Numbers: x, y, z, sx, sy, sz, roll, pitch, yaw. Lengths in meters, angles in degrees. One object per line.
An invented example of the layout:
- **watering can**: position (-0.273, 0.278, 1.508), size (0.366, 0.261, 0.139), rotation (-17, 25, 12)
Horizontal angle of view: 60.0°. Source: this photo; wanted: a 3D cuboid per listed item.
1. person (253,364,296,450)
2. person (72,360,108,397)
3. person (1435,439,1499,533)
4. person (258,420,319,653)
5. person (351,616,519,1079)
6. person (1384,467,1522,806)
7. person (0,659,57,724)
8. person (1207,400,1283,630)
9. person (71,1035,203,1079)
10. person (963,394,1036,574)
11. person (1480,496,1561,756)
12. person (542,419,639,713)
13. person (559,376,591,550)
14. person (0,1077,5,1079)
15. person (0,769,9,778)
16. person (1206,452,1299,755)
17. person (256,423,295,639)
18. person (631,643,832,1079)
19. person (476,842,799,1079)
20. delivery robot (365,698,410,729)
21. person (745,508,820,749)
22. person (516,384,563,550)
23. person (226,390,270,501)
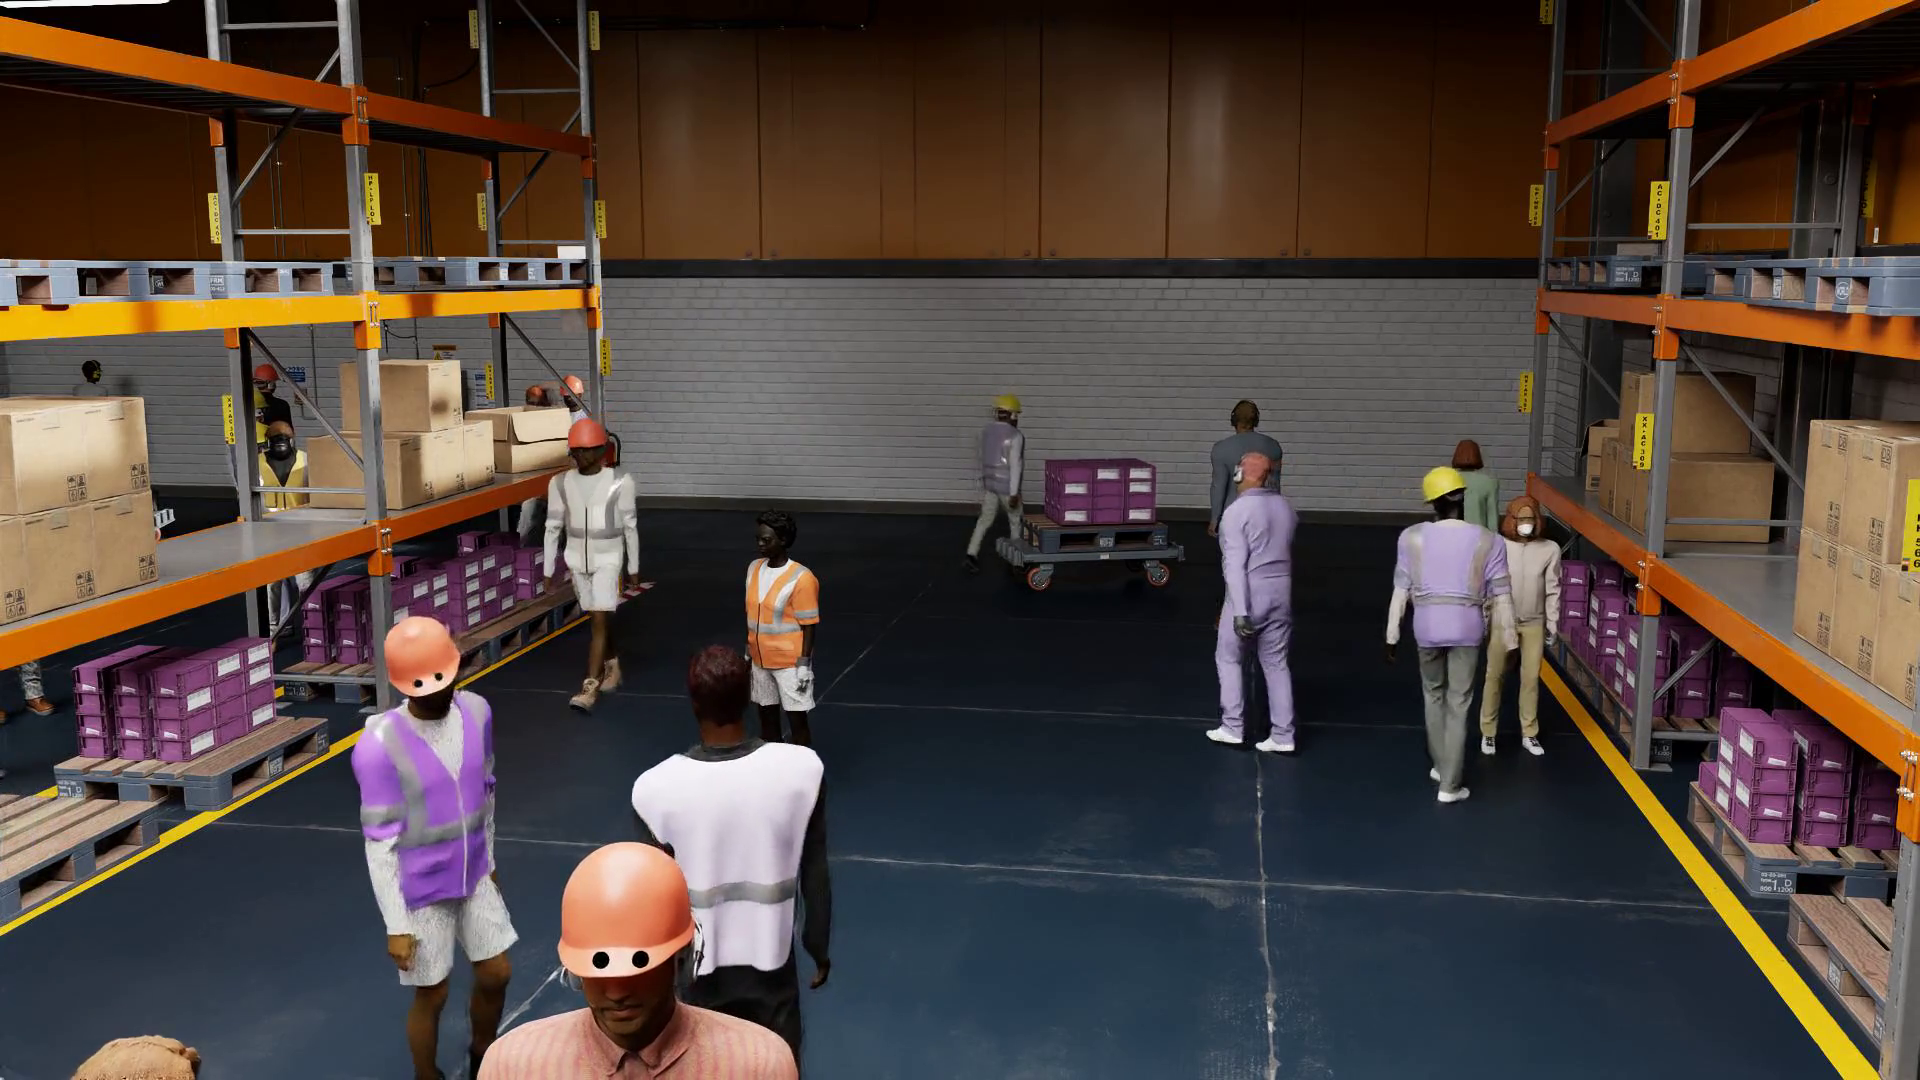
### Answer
- **person**: position (-7.407, -0.885, 17.847), size (0.613, 1.995, 0.390), rotation (2, 9, 12)
- **person**: position (-10.931, -1.338, 21.029), size (0.533, 1.868, 0.310), rotation (2, 9, 10)
- **person**: position (4.136, -0.017, 13.598), size (0.508, 1.621, 0.385), rotation (3, 10, 20)
- **person**: position (-5.292, -0.024, 13.064), size (0.621, 1.834, 0.430), rotation (-4, 10, -22)
- **person**: position (-1.750, 1.154, 5.599), size (0.509, 1.888, 0.597), rotation (6, 11, 32)
- **person**: position (2.819, 0.529, 9.455), size (0.743, 1.877, 0.706), rotation (4, 10, 23)
- **person**: position (-6.342, 0.244, 11.056), size (0.361, 1.938, 0.635), rotation (7, 11, 36)
- **person**: position (2.336, -0.188, 13.718), size (0.627, 1.940, 0.371), rotation (-3, 10, -16)
- **person**: position (-1.570, 1.701, 3.062), size (0.355, 1.623, 0.598), rotation (4, 10, 21)
- **person**: position (0.365, -0.549, 16.453), size (0.919, 1.788, 0.613), rotation (-9, 13, -44)
- **person**: position (3.437, 0.532, 10.259), size (0.503, 1.626, 0.283), rotation (0, 9, 1)
- **person**: position (-2.551, 0.159, 11.450), size (0.628, 1.982, 1.069), rotation (1, 9, 7)
- **person**: position (-3.912, -0.699, 16.880), size (0.551, 1.934, 0.362), rotation (0, 9, 3)
- **person**: position (-3.345, 1.358, 5.211), size (0.522, 1.607, 0.814), rotation (4, 10, 22)
- **person**: position (-5.825, 0.500, 9.563), size (0.416, 1.919, 0.639), rotation (5, 10, 26)
- **person**: position (1.854, 0.397, 10.348), size (0.663, 1.865, 0.716), rotation (-6, 11, -33)
- **person**: position (-5.641, -0.073, 13.552), size (0.322, 1.765, 0.533), rotation (-3, 10, -19)
- **person**: position (-0.664, 1.254, 4.972), size (0.598, 1.895, 0.780), rotation (-2, 9, -11)
- **person**: position (-0.587, 1.512, 3.061), size (0.611, 1.996, 0.379), rotation (-1, 9, -7)
- **delivery robot**: position (-3.108, 1.144, 9.473), size (0.477, 0.478, 0.707), rotation (-8, 12, -40)
- **person**: position (-1.004, 0.665, 9.202), size (0.529, 1.697, 0.321), rotation (8, 12, 39)
- **person**: position (-4.284, -0.652, 16.873), size (0.575, 1.839, 0.921), rotation (5, 11, 29)
- **person**: position (-6.884, -0.555, 16.311), size (0.591, 1.833, 0.403), rotation (4, 10, 22)
